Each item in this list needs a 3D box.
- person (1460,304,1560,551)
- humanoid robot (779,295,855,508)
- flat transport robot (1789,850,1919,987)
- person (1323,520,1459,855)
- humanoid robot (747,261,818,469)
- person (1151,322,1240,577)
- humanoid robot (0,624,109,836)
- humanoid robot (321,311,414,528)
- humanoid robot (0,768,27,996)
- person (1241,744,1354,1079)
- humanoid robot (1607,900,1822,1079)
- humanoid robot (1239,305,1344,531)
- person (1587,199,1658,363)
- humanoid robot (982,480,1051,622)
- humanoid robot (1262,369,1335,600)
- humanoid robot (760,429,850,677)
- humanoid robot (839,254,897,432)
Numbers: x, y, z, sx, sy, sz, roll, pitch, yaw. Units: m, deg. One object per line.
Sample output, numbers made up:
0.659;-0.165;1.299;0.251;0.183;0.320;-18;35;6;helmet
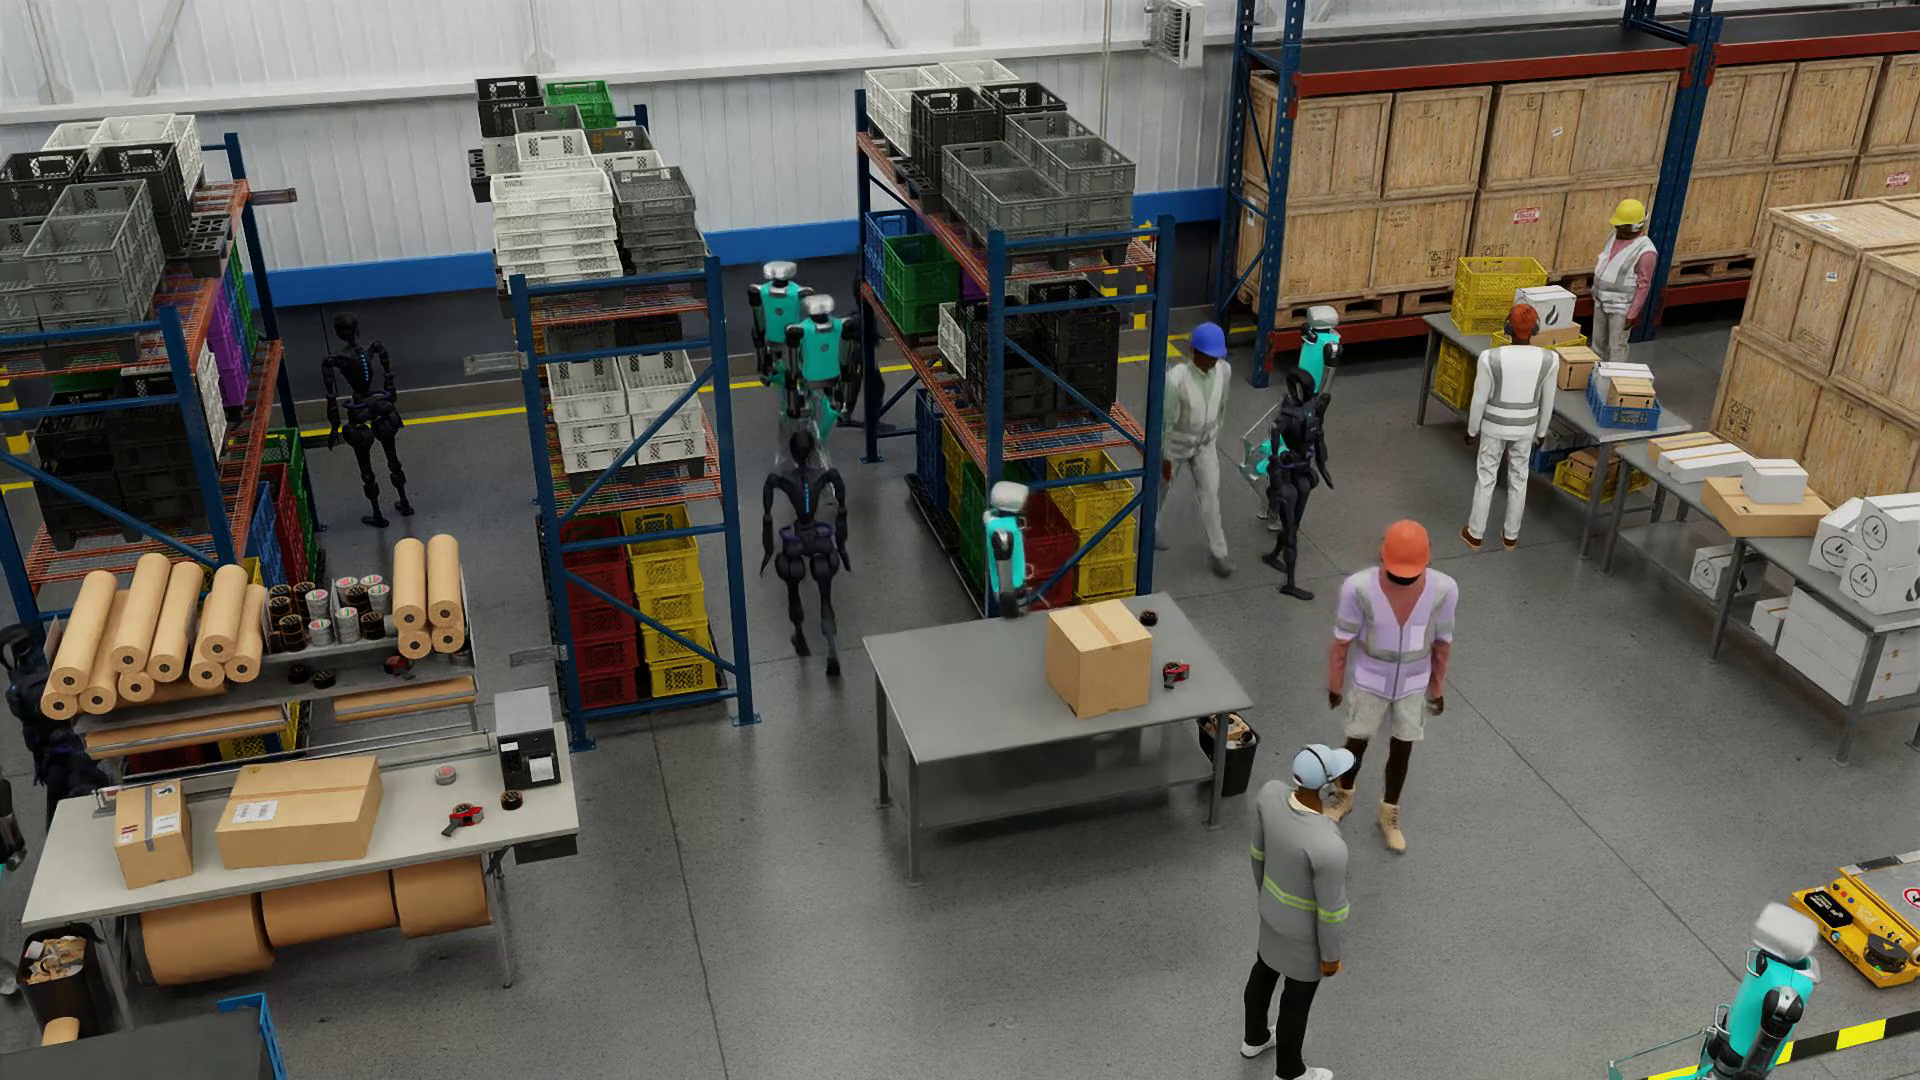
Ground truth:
3.924;-0.793;11.927;0.573;1.885;0.355;3;29;5;person
-1.133;-1.102;12.667;0.539;1.747;1.036;-12;31;-21;humanoid robot
5.163;1.916;8.676;1.431;0.231;0.659;-8;30;-14;flat transport robot
2.305;0.775;8.945;0.619;2.019;0.463;3;29;5;person
-1.323;-1.424;13.221;0.533;1.790;0.698;5;29;9;humanoid robot
1.626;-0.667;11.703;0.613;1.882;0.973;-12;31;-21;person
-4.630;1.172;8.600;0.629;1.638;0.602;20;34;32;humanoid robot
-4.406;-0.903;12.326;0.315;1.658;0.599;23;36;35;humanoid robot
-4.784;1.524;7.861;0.542;1.797;0.663;4;29;7;humanoid robot
1.524;1.682;7.456;0.371;1.852;0.590;-14;32;-23;person
2.889;2.108;6.666;0.735;1.673;0.533;13;31;22;humanoid robot
2.340;-0.872;12.118;0.739;1.691;0.530;-5;29;-10;humanoid robot
5.605;-2.033;14.248;0.403;1.822;0.588;-8;30;-14;person
0.537;0.512;9.795;0.822;1.838;0.549;1;29;2;humanoid robot
2.352;-0.430;11.511;0.615;1.638;0.610;-22;36;-34;humanoid robot
-0.970;0.095;10.549;0.584;1.639;0.671;-8;30;-14;humanoid robot
-0.764;-1.676;13.763;0.578;1.634;0.590;1;29;2;humanoid robot
